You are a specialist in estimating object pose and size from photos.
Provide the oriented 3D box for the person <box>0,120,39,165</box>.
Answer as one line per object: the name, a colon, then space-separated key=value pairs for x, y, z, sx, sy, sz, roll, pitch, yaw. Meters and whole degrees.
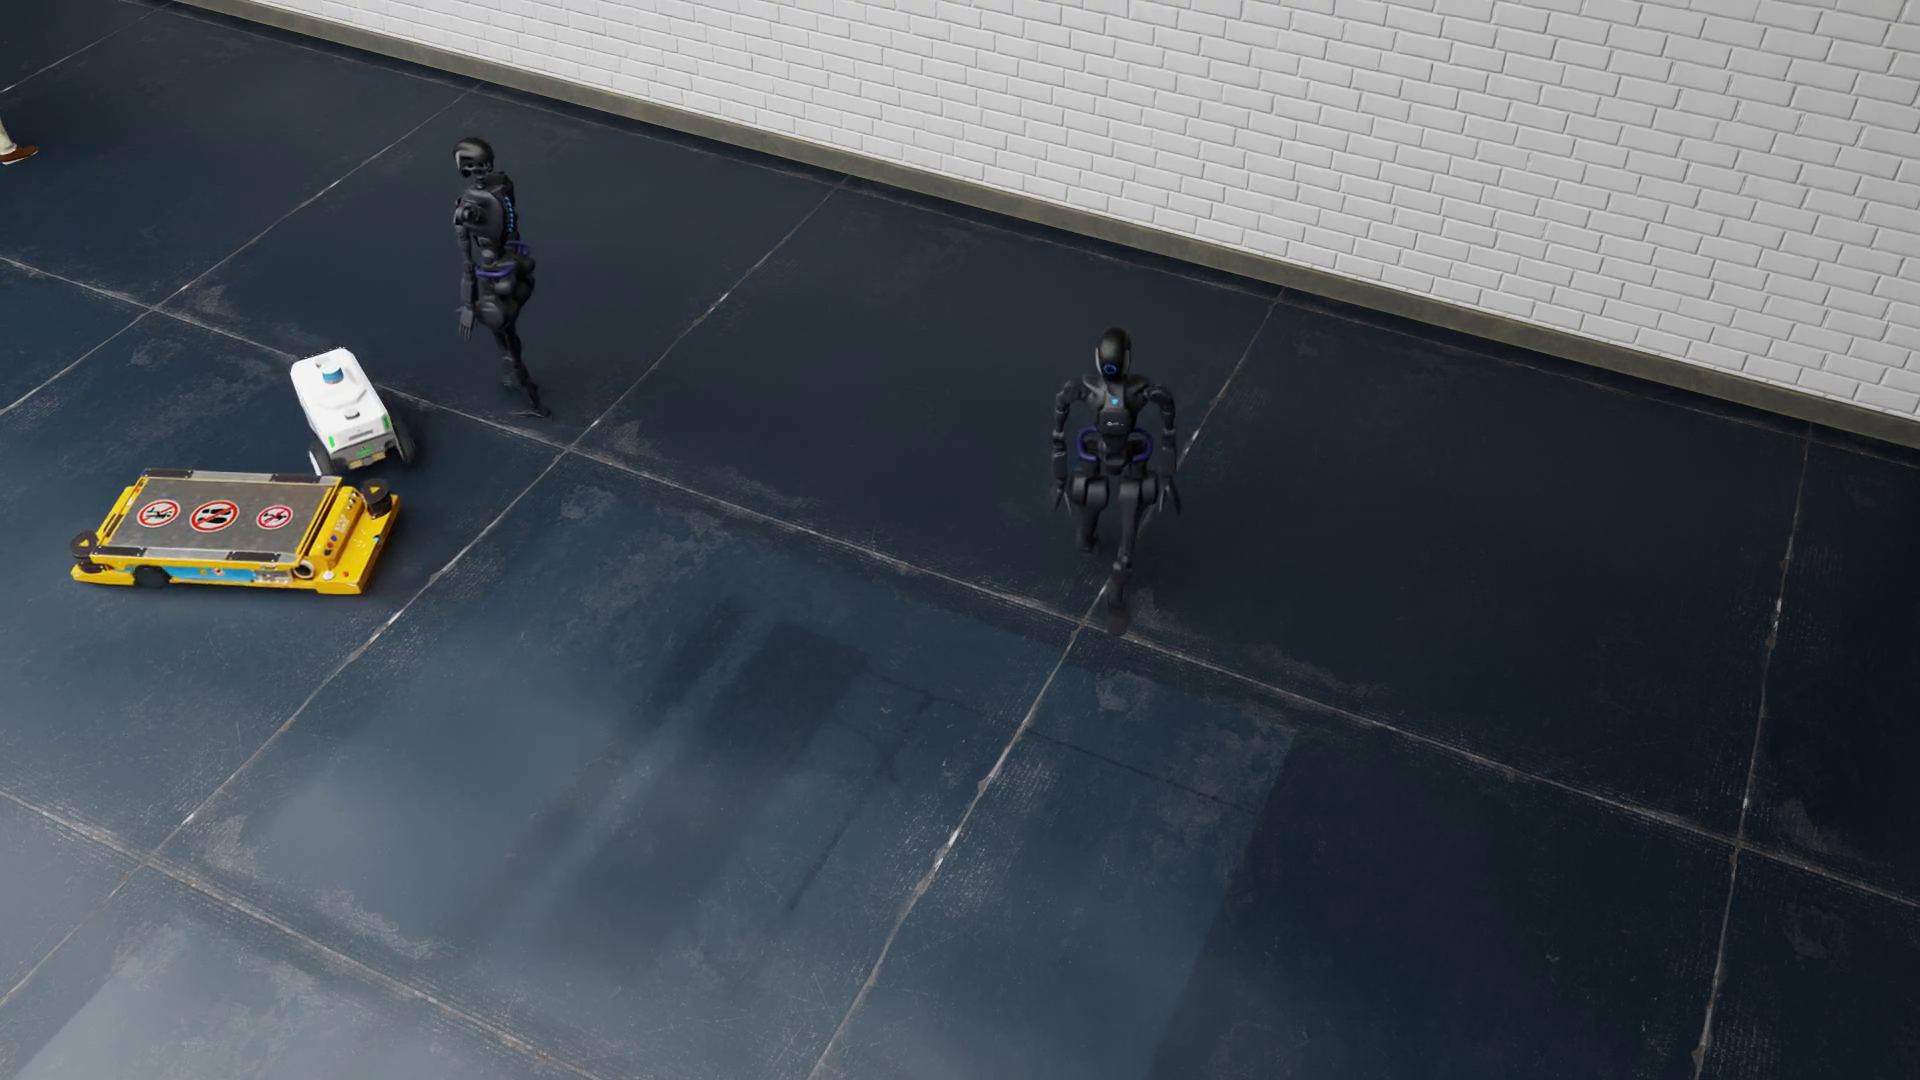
person: x=-6.482 y=-3.209 z=10.711 sx=0.500 sy=1.632 sz=0.286 roll=17 pitch=46 yaw=18

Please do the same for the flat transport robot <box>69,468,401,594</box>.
flat transport robot: x=-3.606 y=-0.043 z=8.301 sx=1.431 sy=0.231 sz=0.659 roll=2 pitch=43 yaw=3

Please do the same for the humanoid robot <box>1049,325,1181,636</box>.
humanoid robot: x=0.718 y=-0.347 z=7.613 sx=0.608 sy=1.634 sz=0.627 roll=2 pitch=43 yaw=2

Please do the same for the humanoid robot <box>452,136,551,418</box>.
humanoid robot: x=-2.428 y=-1.336 z=8.661 sx=0.367 sy=1.655 sz=0.589 roll=10 pitch=44 yaw=11

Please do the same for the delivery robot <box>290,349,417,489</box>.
delivery robot: x=-3.235 y=-0.658 z=8.761 sx=0.499 sy=0.603 sz=0.794 roll=-23 pitch=48 yaw=-23
